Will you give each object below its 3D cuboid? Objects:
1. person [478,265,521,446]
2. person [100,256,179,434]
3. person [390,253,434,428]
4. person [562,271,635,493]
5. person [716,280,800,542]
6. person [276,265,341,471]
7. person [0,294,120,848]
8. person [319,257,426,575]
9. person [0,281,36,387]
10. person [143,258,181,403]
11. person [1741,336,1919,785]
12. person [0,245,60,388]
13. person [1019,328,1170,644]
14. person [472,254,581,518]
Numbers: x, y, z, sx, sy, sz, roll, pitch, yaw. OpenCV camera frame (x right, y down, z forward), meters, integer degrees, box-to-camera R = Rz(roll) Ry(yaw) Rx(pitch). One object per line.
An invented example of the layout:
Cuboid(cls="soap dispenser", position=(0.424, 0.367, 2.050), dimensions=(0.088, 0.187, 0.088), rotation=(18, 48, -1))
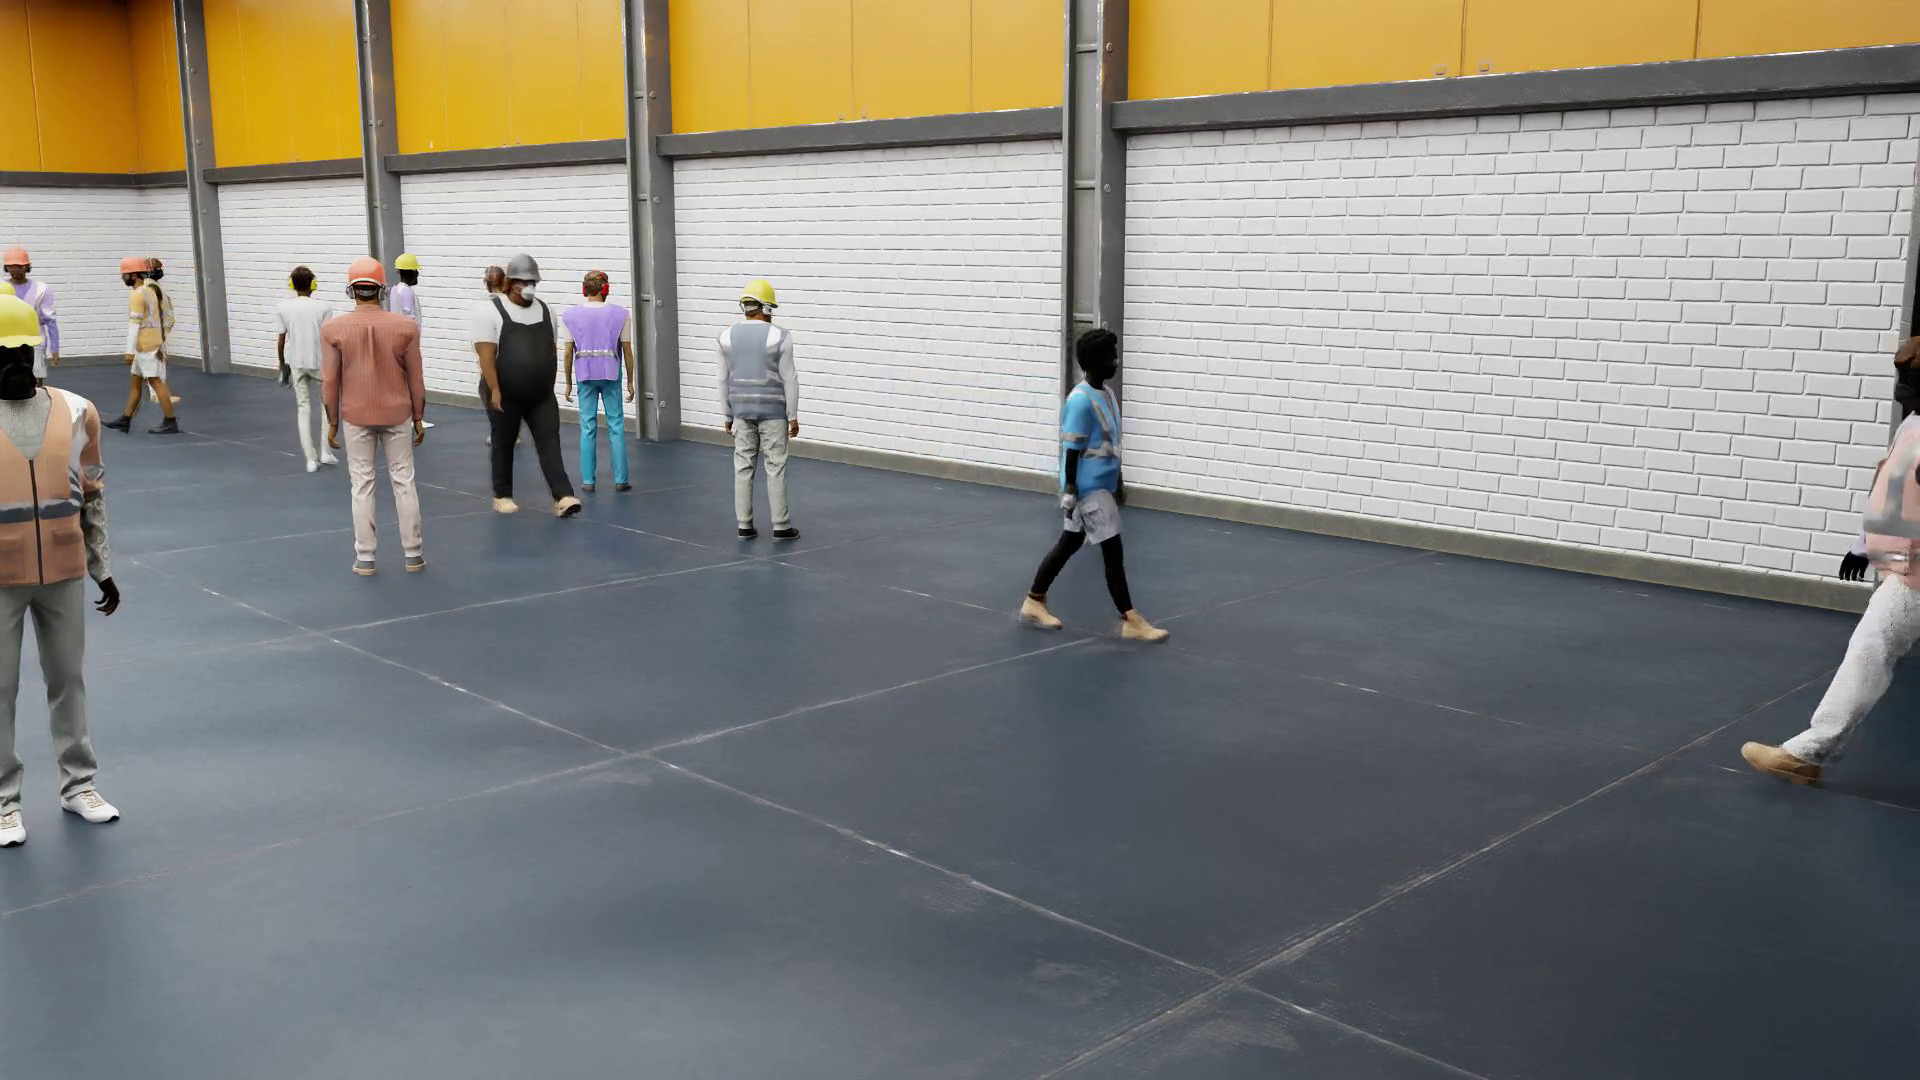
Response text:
Cuboid(cls="person", position=(-4.650, -1.857, 16.867), dimensions=(0.469, 1.828, 0.520), rotation=(8, 13, 36))
Cuboid(cls="person", position=(-8.865, -2.069, 17.804), dimensions=(0.868, 1.900, 0.570), rotation=(-3, 11, -14))
Cuboid(cls="person", position=(-6.117, -2.205, 18.475), dimensions=(0.375, 1.929, 0.585), rotation=(-6, 12, -31))
Cuboid(cls="person", position=(-2.998, -1.307, 13.819), dimensions=(0.572, 1.838, 0.376), rotation=(-2, 11, -10))
Cuboid(cls="person", position=(-1.386, -0.889, 11.591), dimensions=(0.588, 1.822, 0.403), rotation=(3, 11, 16))
Cuboid(cls="person", position=(-5.928, -1.569, 15.200), dimensions=(0.554, 1.852, 0.641), rotation=(-2, 11, -11))
Cuboid(cls="person", position=(-3.301, 0.101, 5.899), dimensions=(0.368, 1.928, 0.585), rotation=(9, 14, 41))
Cuboid(cls="person", position=(-3.684, -0.774, 10.486), dimensions=(0.613, 1.995, 0.391), rotation=(-4, 11, -21))
Cuboid(cls="person", position=(-8.314, -1.387, 14.549), dimensions=(0.333, 1.734, 0.481), rotation=(6, 12, 28))
Cuboid(cls="person", position=(-10.268, -2.675, 21.276), dimensions=(0.429, 1.845, 0.621), rotation=(-7, 13, -35))
Cuboid(cls="person", position=(3.601, 0.114, 6.256), dimensions=(1.010, 1.783, 0.633), rotation=(6, 12, 30))
Cuboid(cls="person", position=(-9.544, -1.979, 16.968), dimensions=(0.644, 2.022, 0.573), rotation=(-5, 12, -27))
Cuboid(cls="person", position=(0.682, -0.295, 8.812), dimensions=(0.862, 1.654, 0.543), rotation=(4, 11, 19))
Cuboid(cls="person", position=(-3.288, -1.177, 12.561), dimensions=(0.691, 2.000, 0.995), rotation=(-7, 13, -35))
